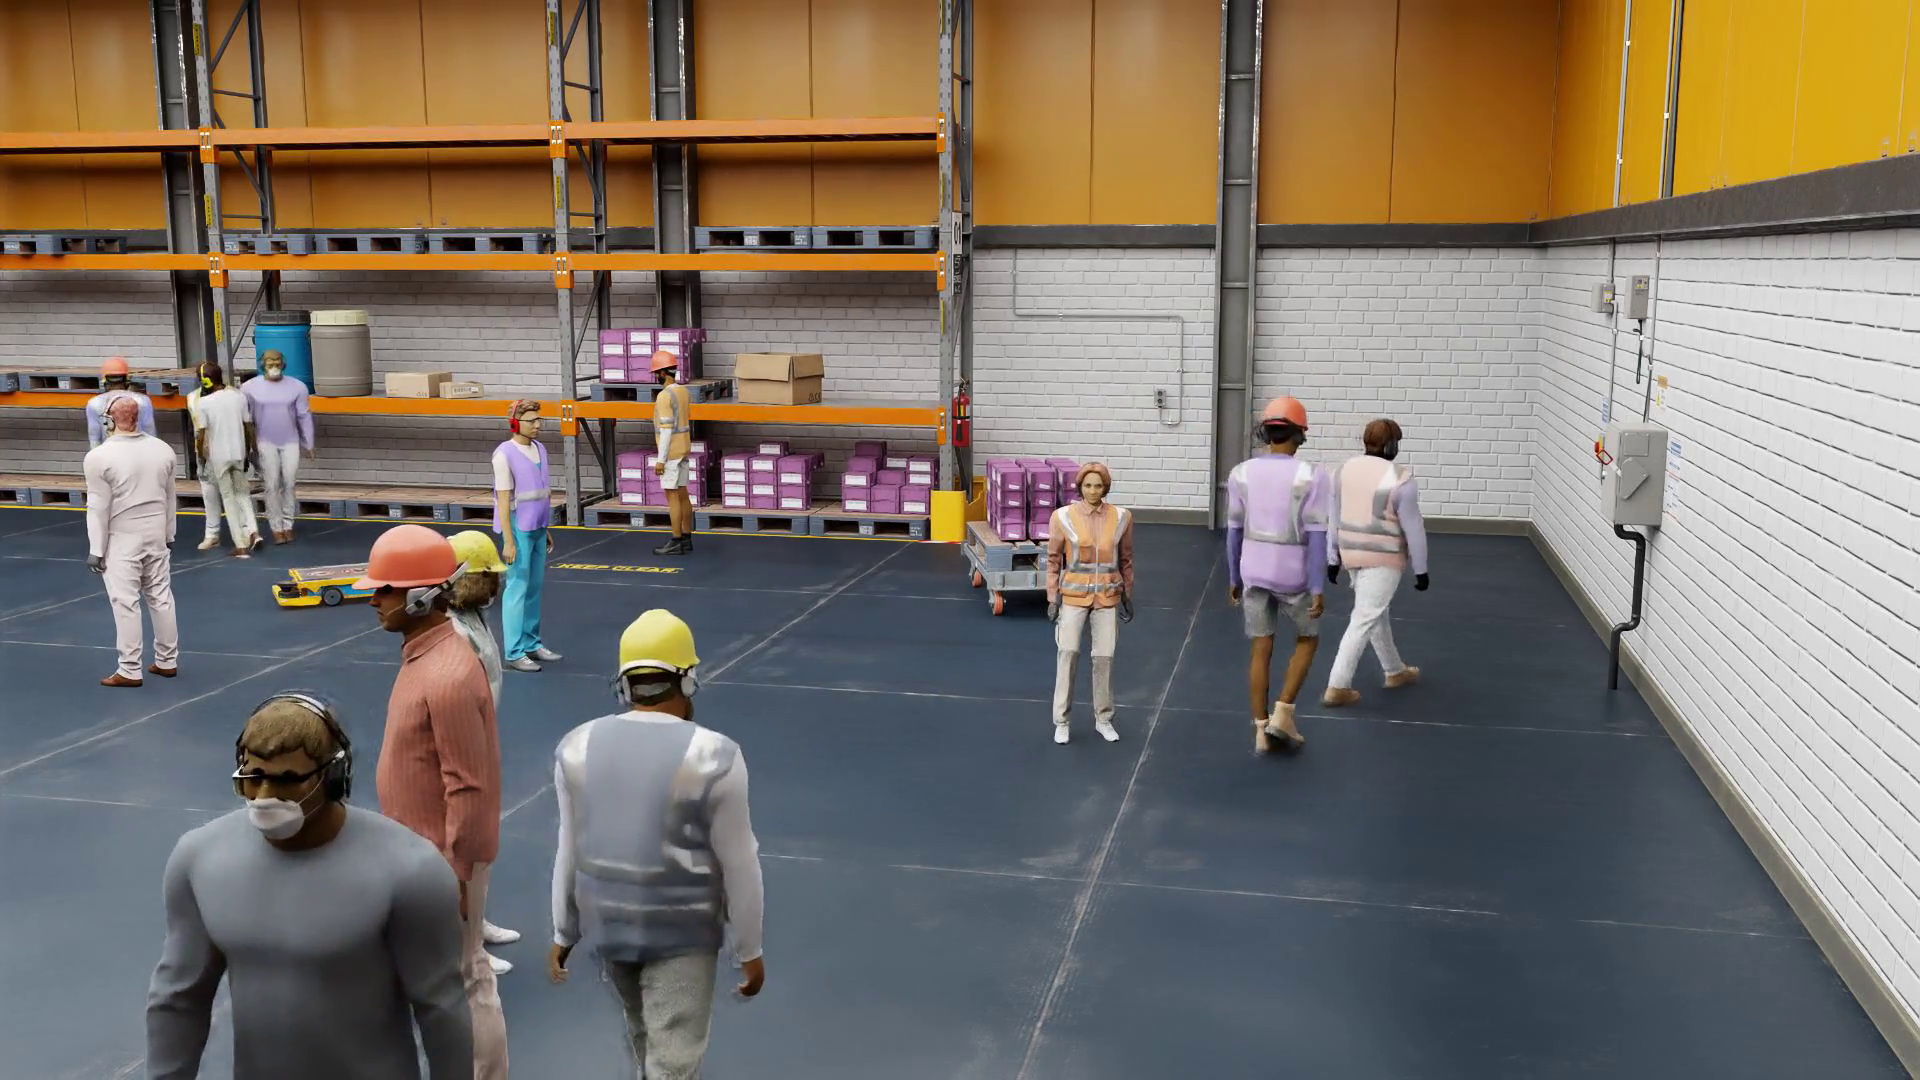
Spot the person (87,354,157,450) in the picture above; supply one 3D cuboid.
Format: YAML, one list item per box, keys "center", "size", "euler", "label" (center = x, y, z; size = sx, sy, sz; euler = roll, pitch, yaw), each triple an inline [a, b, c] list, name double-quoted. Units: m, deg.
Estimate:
- center: [-7.560, -0.709, 15.062]
  size: [0.553, 1.947, 0.463]
  euler: [-2, 10, -14]
  label: "person"

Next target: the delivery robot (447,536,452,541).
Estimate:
- center: [-4.056, 0.214, 13.356]
  size: [0.477, 0.478, 0.707]
  euler: [-5, 11, -26]
  label: "delivery robot"

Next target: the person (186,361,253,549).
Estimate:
- center: [-7.089, -0.802, 15.919]
  size: [0.618, 1.824, 0.432]
  euler: [1, 10, 4]
  label: "person"

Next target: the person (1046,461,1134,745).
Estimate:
- center: [0.748, 0.361, 9.563]
  size: [0.523, 1.636, 0.311]
  euler: [-2, 10, -10]
  label: "person"

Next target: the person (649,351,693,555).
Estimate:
- center: [-2.735, -0.816, 15.674]
  size: [0.374, 1.928, 0.542]
  euler: [2, 10, 14]
  label: "person"

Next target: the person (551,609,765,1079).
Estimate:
- center: [-0.838, 1.088, 4.838]
  size: [0.645, 1.776, 0.917]
  euler: [3, 10, 19]
  label: "person"

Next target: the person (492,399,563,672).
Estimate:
- center: [-2.969, -0.040, 11.317]
  size: [0.374, 1.843, 0.573]
  euler: [2, 10, 13]
  label: "person"

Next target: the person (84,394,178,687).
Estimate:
- center: [-5.423, 0.004, 10.871]
  size: [0.410, 1.911, 0.643]
  euler: [4, 11, 24]
  label: "person"

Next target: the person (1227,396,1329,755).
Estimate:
- center: [1.789, 0.205, 9.358]
  size: [0.630, 2.017, 0.485]
  euler: [7, 12, 35]
  label: "person"

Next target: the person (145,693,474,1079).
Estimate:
- center: [-1.400, 1.249, 3.570]
  size: [0.643, 1.885, 1.004]
  euler: [2, 10, 12]
  label: "person"

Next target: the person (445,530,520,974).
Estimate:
- center: [-1.904, 0.819, 6.540]
  size: [0.311, 1.743, 0.498]
  euler: [-2, 10, -9]
  label: "person"

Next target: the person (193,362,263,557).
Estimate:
- center: [-6.823, -0.738, 15.472]
  size: [0.392, 1.838, 0.556]
  euler: [8, 13, 40]
  label: "person"

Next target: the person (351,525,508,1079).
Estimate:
- center: [-1.605, 0.936, 5.098]
  size: [0.396, 1.992, 0.623]
  euler: [-4, 11, -24]
  label: "person"

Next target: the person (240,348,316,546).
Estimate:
- center: [-6.608, -0.897, 16.176]
  size: [0.670, 1.913, 0.716]
  euler: [-6, 11, -30]
  label: "person"

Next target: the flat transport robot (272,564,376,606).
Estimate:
- center: [-4.890, 0.337, 13.744]
  size: [1.431, 0.197, 0.652]
  euler: [-5, 11, -26]
  label: "flat transport robot"

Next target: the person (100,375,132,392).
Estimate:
- center: [-7.990, -0.772, 15.882]
  size: [0.302, 1.772, 0.525]
  euler: [2, 10, 12]
  label: "person"

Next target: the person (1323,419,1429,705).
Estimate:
- center: [2.639, 0.130, 10.493]
  size: [0.978, 1.791, 0.645]
  euler: [-6, 11, -33]
  label: "person"
